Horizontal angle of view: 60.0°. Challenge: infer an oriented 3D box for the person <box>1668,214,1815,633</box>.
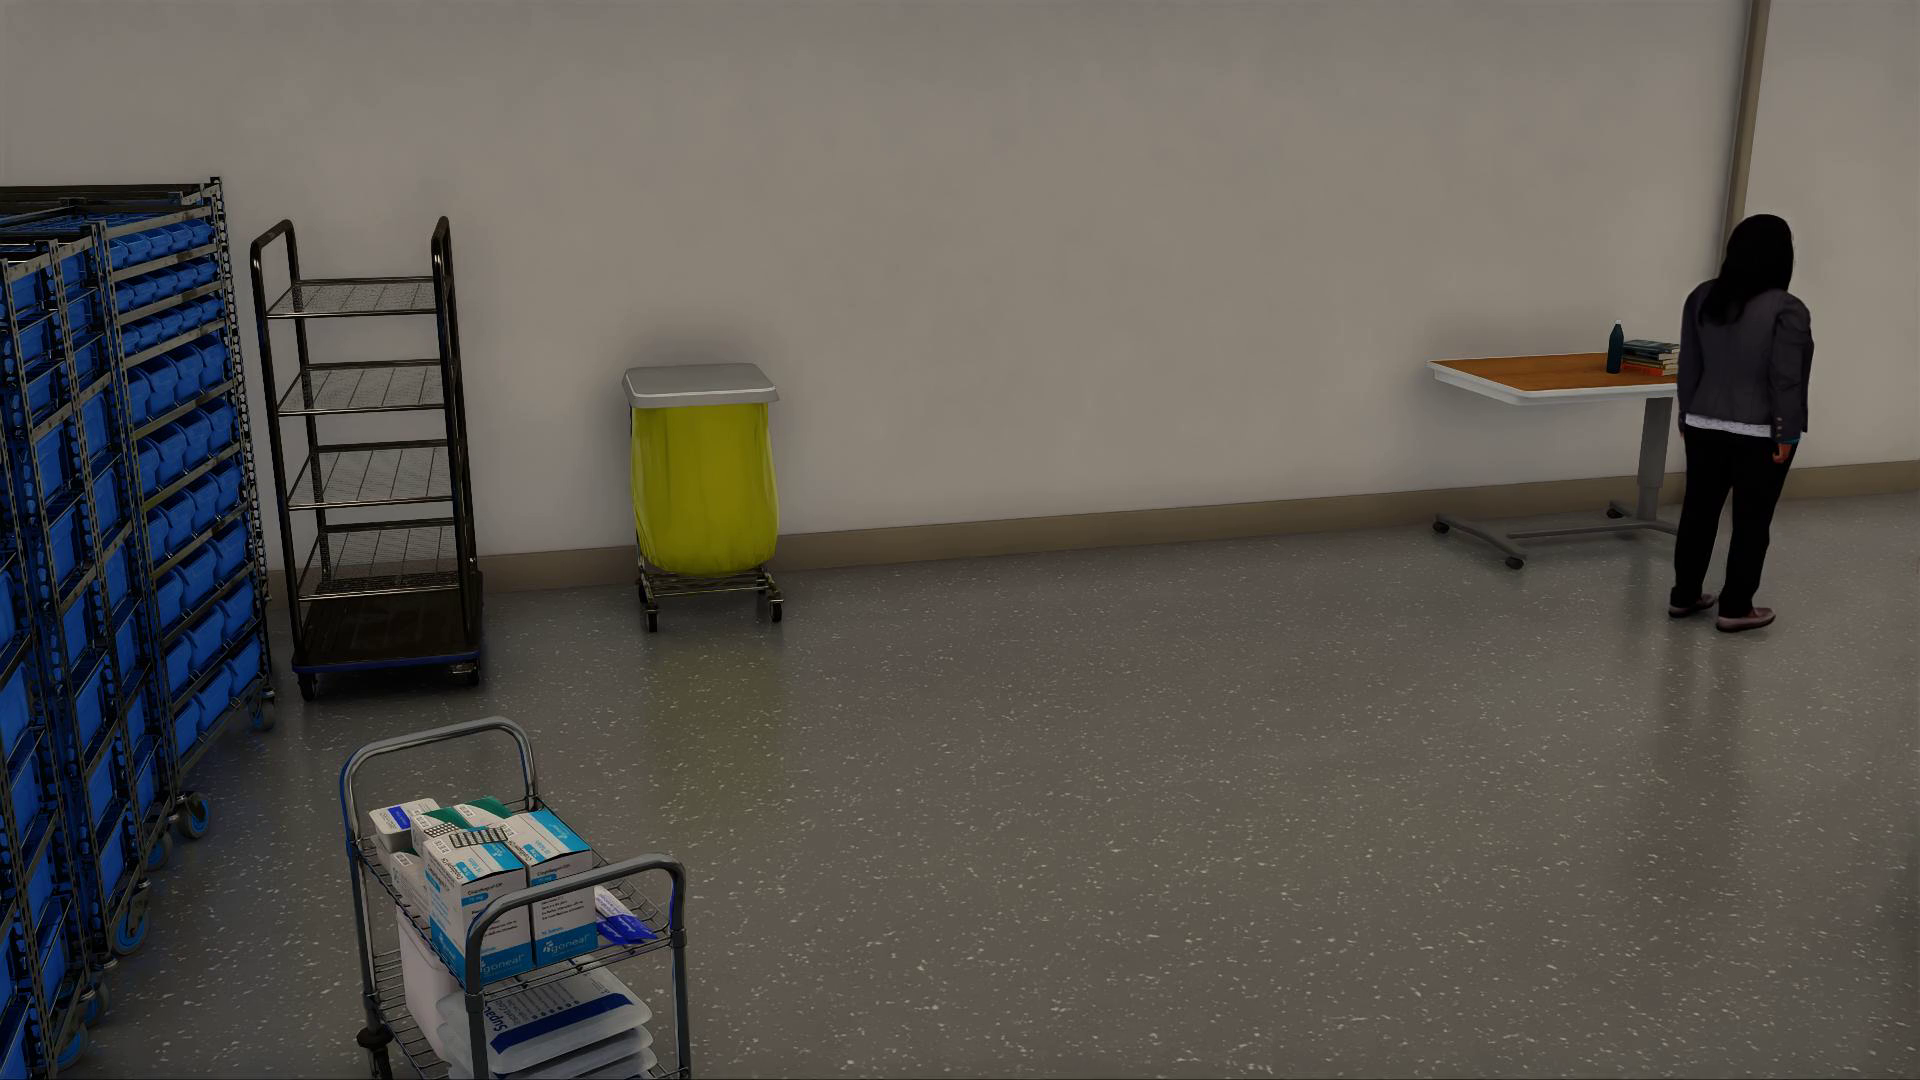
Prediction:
[{"bbox_3d":[2.999,-0.445,6.408,0.748,1.597,0.746,-9,18,-30],"label":"person"}]
